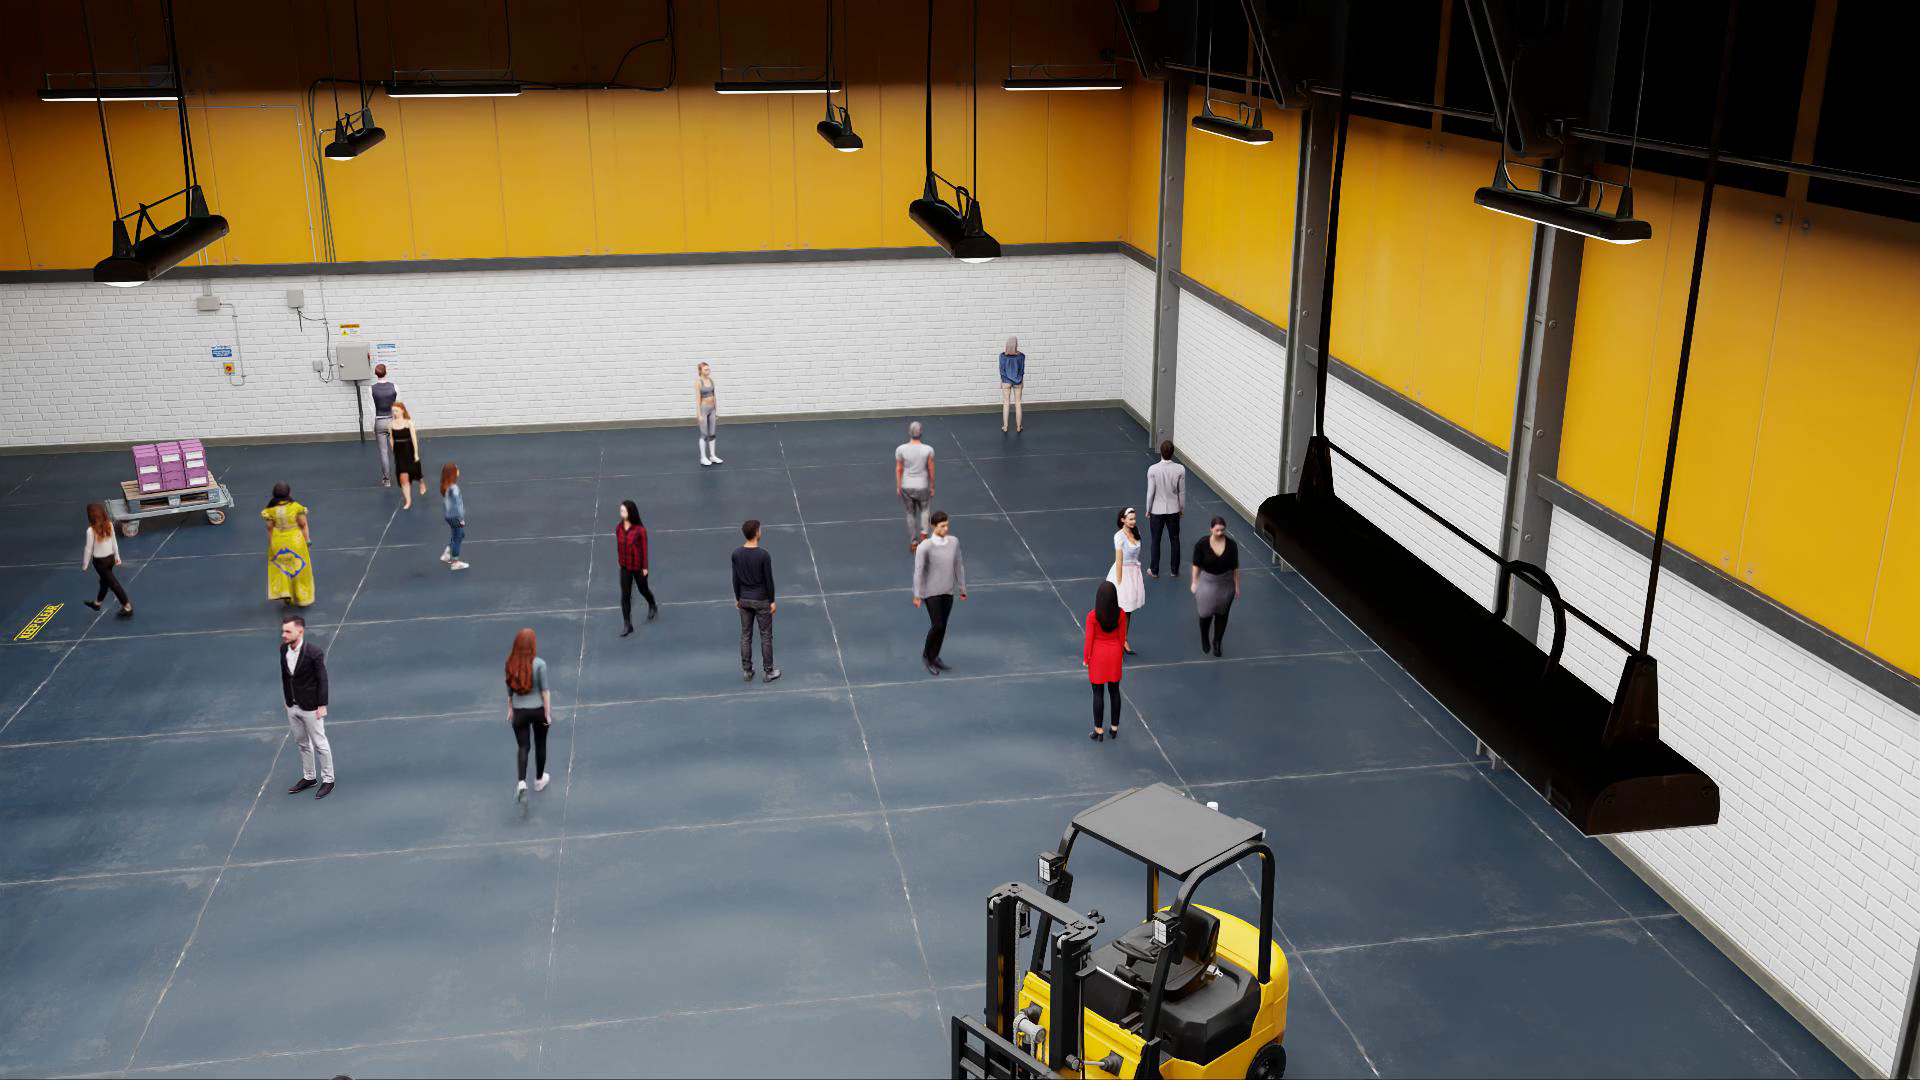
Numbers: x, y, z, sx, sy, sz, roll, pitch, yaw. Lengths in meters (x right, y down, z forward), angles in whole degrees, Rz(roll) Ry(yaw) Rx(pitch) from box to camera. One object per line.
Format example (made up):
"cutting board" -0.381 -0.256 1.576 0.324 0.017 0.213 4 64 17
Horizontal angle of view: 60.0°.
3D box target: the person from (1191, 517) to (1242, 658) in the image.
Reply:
"person" 2.935 0.518 19.312 0.727 1.740 0.655 -2 19 -6

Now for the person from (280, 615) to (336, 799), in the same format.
"person" -6.291 1.574 16.014 0.733 1.843 0.745 8 20 23

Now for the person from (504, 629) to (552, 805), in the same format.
"person" -4.126 1.701 15.828 0.714 1.722 1.068 1 19 2

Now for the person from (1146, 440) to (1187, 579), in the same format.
"person" 2.702 -0.410 21.890 0.697 1.853 0.600 -1 19 -4

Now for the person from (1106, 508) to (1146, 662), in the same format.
"person" 1.911 0.491 19.270 0.912 1.818 0.857 15 24 38

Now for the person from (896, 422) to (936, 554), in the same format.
"person" -0.622 -0.689 22.775 0.711 1.817 0.641 -1 19 -2

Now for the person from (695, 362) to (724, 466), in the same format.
"person" -4.131 -2.069 27.051 0.704 1.703 0.655 15 24 38

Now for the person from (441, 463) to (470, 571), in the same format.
"person" -6.815 -0.292 22.147 0.711 1.465 0.622 -12 22 -31

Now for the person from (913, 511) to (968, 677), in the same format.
"person" -0.304 0.565 18.909 0.857 1.908 0.855 -16 24 -39

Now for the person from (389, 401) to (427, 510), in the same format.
"person" -8.277 -1.295 24.916 0.666 1.599 0.961 0 19 -1

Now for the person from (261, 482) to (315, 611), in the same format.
"person" -8.364 0.104 20.689 0.766 1.645 0.767 -5 19 -13

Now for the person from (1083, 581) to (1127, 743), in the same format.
"person" 1.501 1.242 17.151 0.650 1.747 0.652 -6 20 -18

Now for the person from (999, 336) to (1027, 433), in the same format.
"person" 0.912 -2.731 29.027 0.641 1.697 0.602 -1 19 -2

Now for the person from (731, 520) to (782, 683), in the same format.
"person" -2.298 0.685 18.616 0.710 1.868 0.687 4 19 13

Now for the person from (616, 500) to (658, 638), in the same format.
"person" -3.900 0.306 20.127 0.925 1.622 1.121 7 20 19

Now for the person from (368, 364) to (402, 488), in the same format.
"person" -8.917 -1.804 25.897 0.701 1.938 0.640 -7 20 -21

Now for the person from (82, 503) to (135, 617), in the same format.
"person" -10.473 0.283 20.474 0.900 1.443 0.995 5 19 15
